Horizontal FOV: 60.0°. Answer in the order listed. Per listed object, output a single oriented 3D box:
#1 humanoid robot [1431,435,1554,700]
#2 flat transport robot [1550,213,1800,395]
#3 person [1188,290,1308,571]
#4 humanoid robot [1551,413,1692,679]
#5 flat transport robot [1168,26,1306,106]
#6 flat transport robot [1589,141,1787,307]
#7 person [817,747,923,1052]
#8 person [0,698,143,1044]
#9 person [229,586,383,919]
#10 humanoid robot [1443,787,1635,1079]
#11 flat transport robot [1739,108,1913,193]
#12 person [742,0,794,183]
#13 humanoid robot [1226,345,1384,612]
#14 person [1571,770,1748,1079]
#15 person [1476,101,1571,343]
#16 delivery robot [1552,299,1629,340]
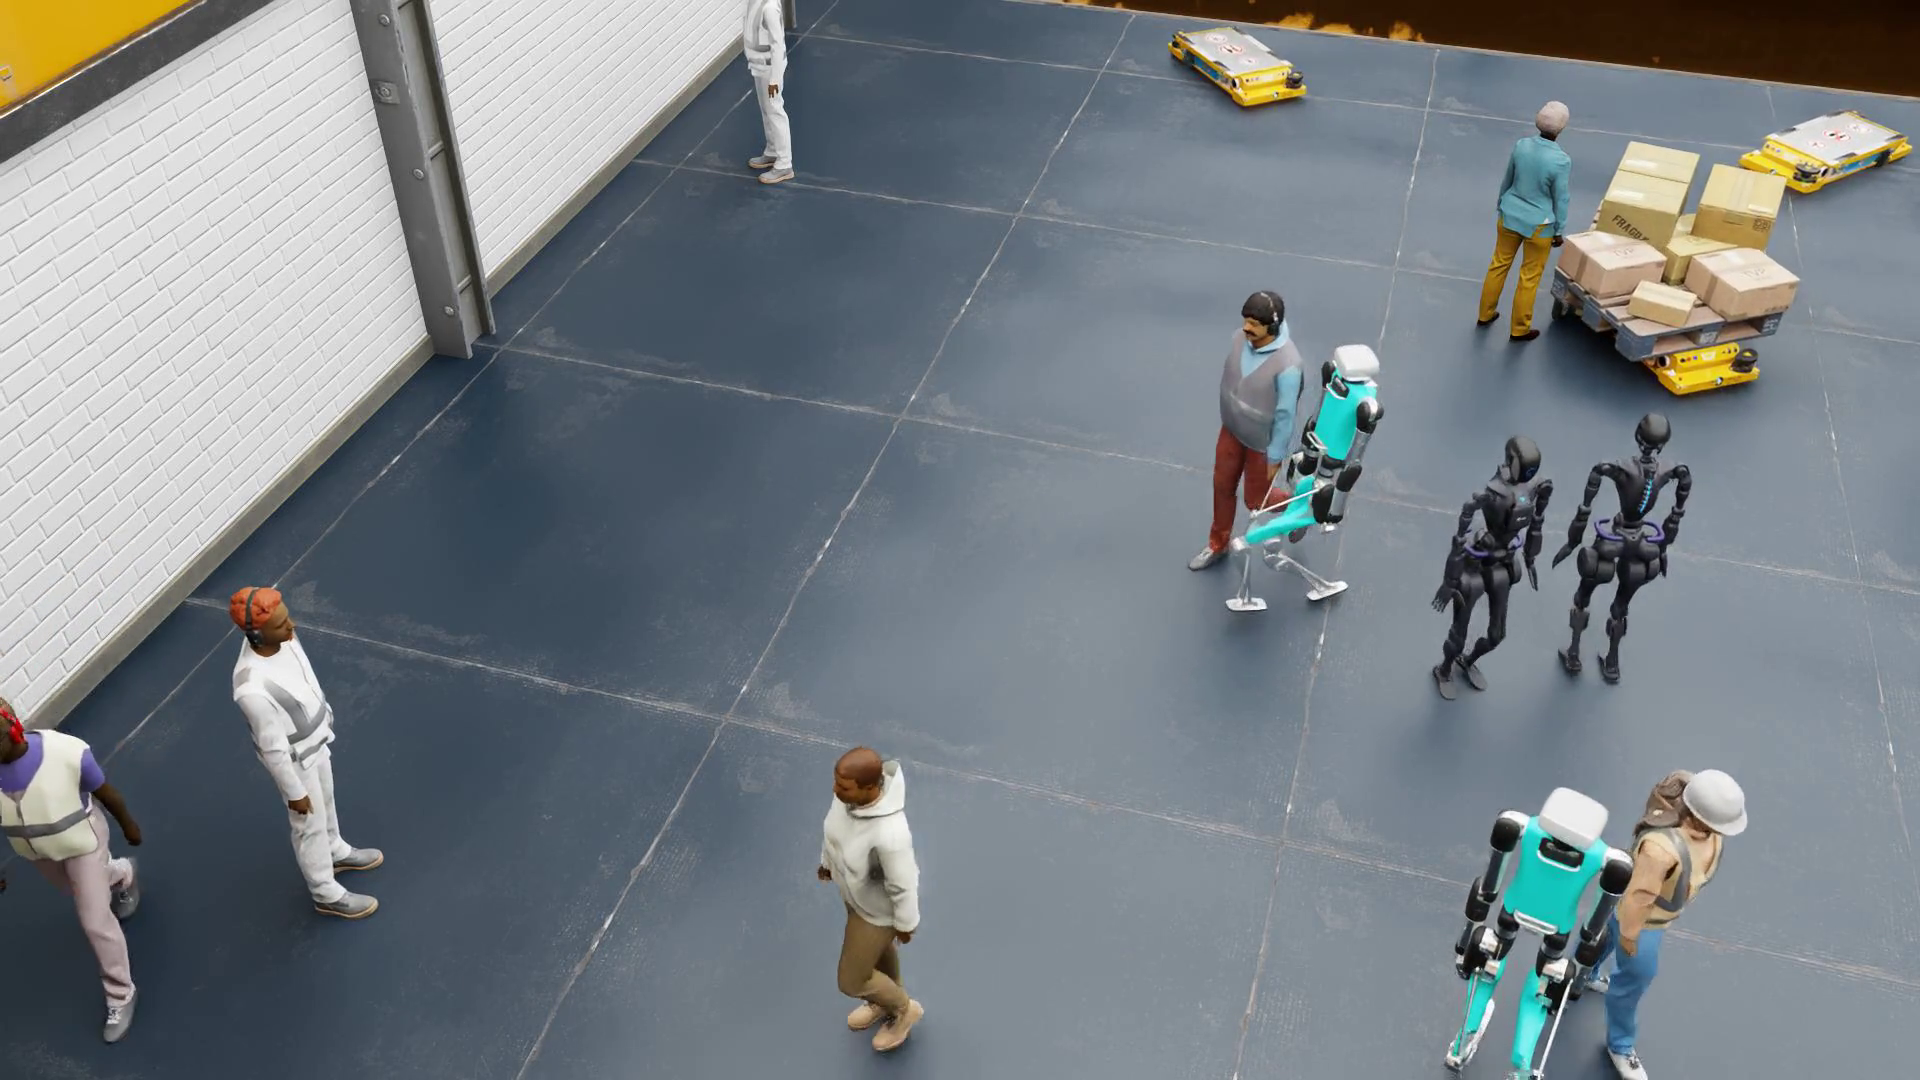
[{"bbox_3d":[2.762,0.141,8.704,0.609,1.648,0.307,-14,41,-17],"label":"humanoid robot"},{"bbox_3d":[4.988,-1.533,11.911,0.659,0.231,1.431,-11,40,-14],"label":"flat transport robot"},{"bbox_3d":[1.730,-0.627,9.522,0.700,1.857,0.535,-23,44,-26],"label":"person"},{"bbox_3d":[3.489,0.044,8.827,0.602,1.656,0.312,2,39,3],"label":"humanoid robot"},{"bbox_3d":[2.575,-4.454,15.545,0.659,0.231,1.431,-15,41,-18],"label":"flat transport robot"},{"bbox_3d":[5.221,-1.897,12.364,0.659,0.231,1.431,18,42,21],"label":"flat transport robot"},{"bbox_3d":[-0.380,1.495,6.957,0.453,1.754,0.531,-16,42,-19],"label":"person"},{"bbox_3d":[-3.893,1.258,7.219,0.583,1.806,0.898,-3,39,-4],"label":"person"},{"bbox_3d":[-2.983,0.952,7.532,0.343,1.882,0.578,-5,39,-6],"label":"person"},{"bbox_3d":[2.188,1.782,6.588,0.538,1.711,0.989,19,42,22],"label":"humanoid robot"},{"bbox_3d":[7.374,-3.313,14.125,1.431,0.231,0.659,-21,43,-24],"label":"flat transport robot"},{"bbox_3d":[-1.574,-3.827,13.476,0.337,1.881,0.583,-13,41,-16],"label":"person"},{"bbox_3d":[1.792,-0.241,9.174,1.000,1.752,0.532,-10,40,-12],"label":"humanoid robot"},{"bbox_3d":[2.937,1.525,6.972,0.542,1.693,0.637,-30,47,-32],"label":"person"},{"bbox_3d":[3.967,-2.208,11.562,0.338,1.758,0.535,-27,46,-29],"label":"person"},{"bbox_3d":[4.700,-1.838,12.065,0.519,0.598,0.769,27,46,30],"label":"delivery robot"}]
